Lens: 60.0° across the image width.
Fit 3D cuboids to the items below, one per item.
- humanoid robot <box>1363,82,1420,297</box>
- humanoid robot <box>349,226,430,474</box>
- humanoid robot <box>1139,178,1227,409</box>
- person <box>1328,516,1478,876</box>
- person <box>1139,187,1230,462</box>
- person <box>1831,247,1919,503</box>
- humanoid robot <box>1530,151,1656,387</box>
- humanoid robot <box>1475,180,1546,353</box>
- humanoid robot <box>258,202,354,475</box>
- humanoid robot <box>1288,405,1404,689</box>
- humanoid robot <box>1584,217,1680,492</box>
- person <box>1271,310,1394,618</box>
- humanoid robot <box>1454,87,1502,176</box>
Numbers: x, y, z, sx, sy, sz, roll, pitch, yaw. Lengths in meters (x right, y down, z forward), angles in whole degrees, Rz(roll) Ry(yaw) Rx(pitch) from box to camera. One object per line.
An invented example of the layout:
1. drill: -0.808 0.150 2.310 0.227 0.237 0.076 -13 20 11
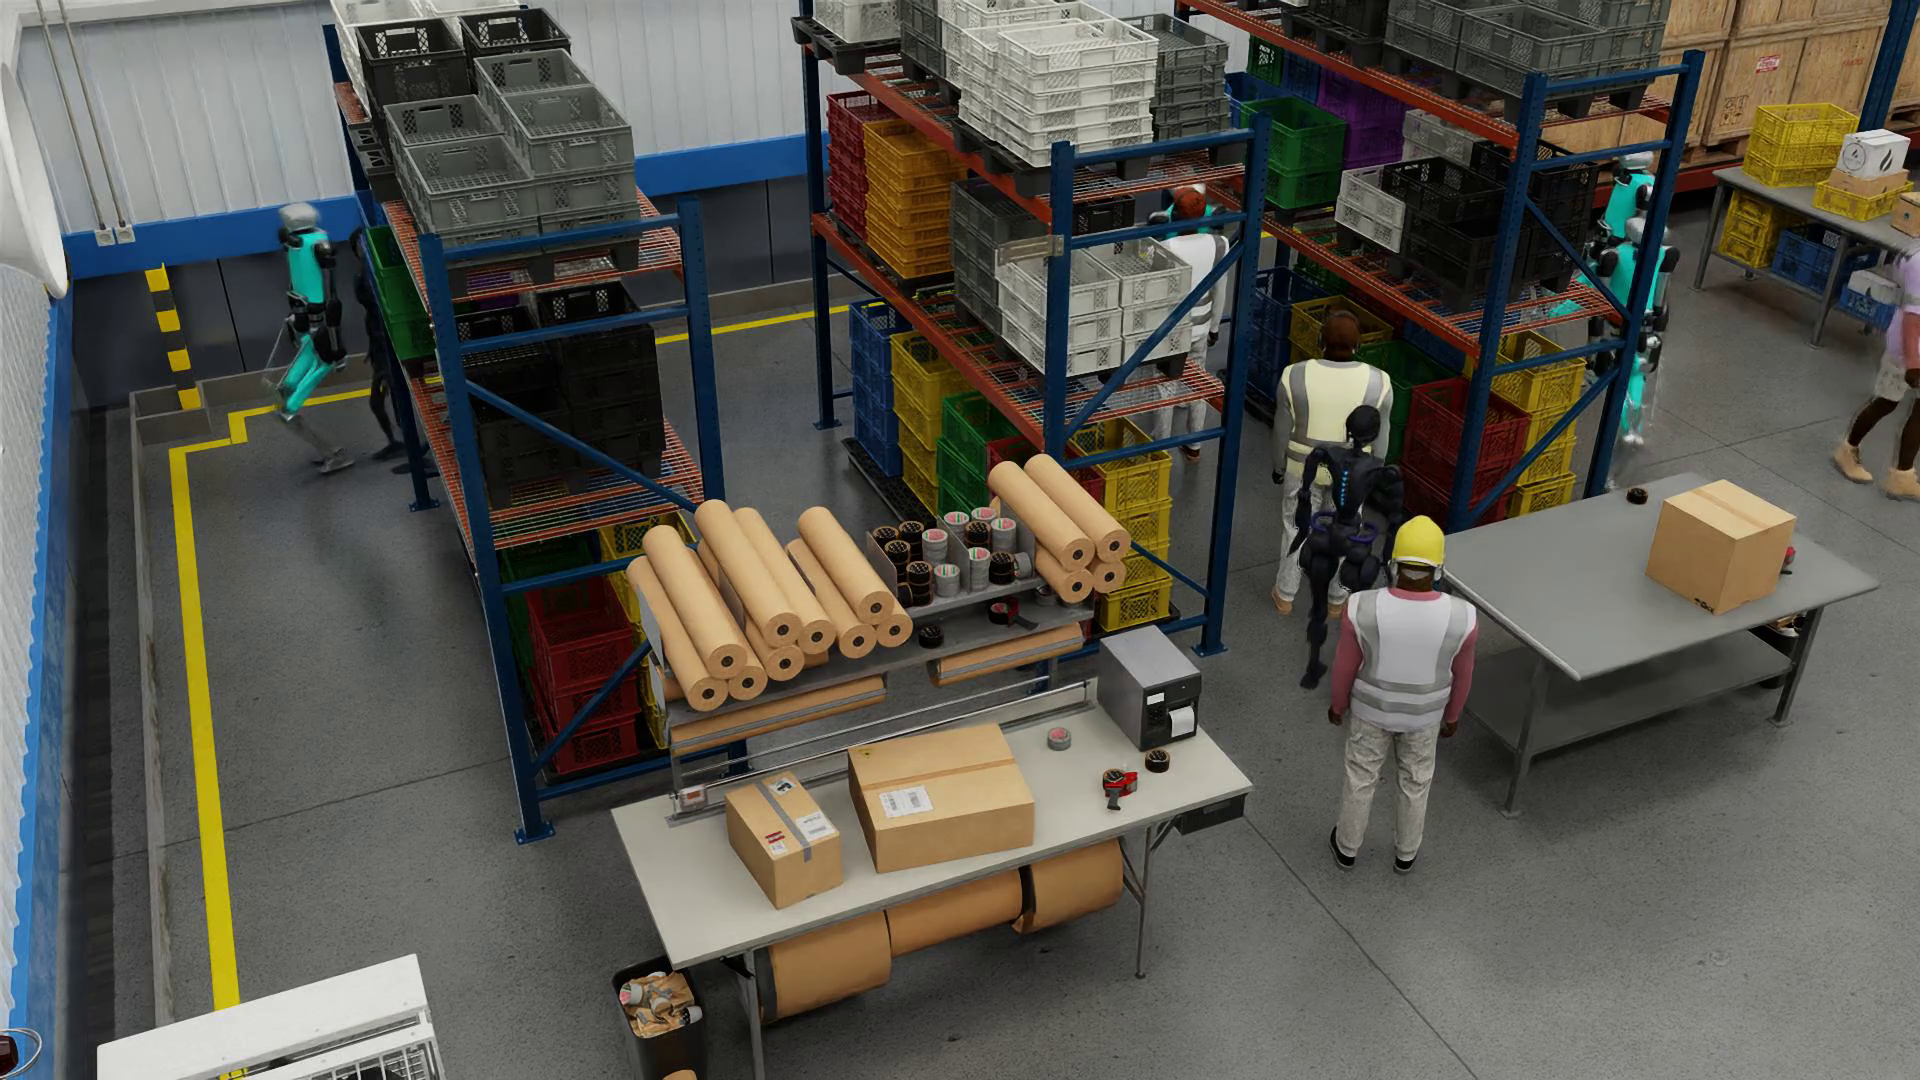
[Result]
1. humanoid robot: 3.380 -2.556 12.758 0.530 1.809 0.787 -11 33 -17
2. humanoid robot: -3.651 -1.188 10.554 0.378 1.654 0.589 -19 36 -27
3. humanoid robot: 1.413 -1.695 11.342 0.565 1.784 0.850 -8 32 -12
4. person: 1.919 0.715 7.327 0.588 1.822 0.403 5 32 8
5. person: 1.405 -1.340 10.607 0.573 1.884 0.356 -11 33 -17
6. person: 5.925 -1.198 10.260 0.688 2.001 0.697 -18 36 -26
7. humanoid robot: 4.324 -1.903 11.571 0.742 1.694 0.530 -1 32 -2
8. humanoid robot: 3.748 -1.737 11.434 0.599 1.657 0.315 -4 32 -7
9. humanoid robot: -4.192 -1.218 10.491 0.530 1.732 0.718 25 39 34
10. humanoid robot: 1.983 0.022 8.592 0.584 1.653 0.420 17 35 25
11. humanoid robot: 4.186 -1.009 10.280 0.537 1.854 0.779 -7 32 -11
12. person: 2.004 -0.399 9.119 0.626 1.844 0.429 5 32 8
13. humanoid robot: 4.002 -2.913 13.359 0.612 1.635 0.475 -15 35 -23
